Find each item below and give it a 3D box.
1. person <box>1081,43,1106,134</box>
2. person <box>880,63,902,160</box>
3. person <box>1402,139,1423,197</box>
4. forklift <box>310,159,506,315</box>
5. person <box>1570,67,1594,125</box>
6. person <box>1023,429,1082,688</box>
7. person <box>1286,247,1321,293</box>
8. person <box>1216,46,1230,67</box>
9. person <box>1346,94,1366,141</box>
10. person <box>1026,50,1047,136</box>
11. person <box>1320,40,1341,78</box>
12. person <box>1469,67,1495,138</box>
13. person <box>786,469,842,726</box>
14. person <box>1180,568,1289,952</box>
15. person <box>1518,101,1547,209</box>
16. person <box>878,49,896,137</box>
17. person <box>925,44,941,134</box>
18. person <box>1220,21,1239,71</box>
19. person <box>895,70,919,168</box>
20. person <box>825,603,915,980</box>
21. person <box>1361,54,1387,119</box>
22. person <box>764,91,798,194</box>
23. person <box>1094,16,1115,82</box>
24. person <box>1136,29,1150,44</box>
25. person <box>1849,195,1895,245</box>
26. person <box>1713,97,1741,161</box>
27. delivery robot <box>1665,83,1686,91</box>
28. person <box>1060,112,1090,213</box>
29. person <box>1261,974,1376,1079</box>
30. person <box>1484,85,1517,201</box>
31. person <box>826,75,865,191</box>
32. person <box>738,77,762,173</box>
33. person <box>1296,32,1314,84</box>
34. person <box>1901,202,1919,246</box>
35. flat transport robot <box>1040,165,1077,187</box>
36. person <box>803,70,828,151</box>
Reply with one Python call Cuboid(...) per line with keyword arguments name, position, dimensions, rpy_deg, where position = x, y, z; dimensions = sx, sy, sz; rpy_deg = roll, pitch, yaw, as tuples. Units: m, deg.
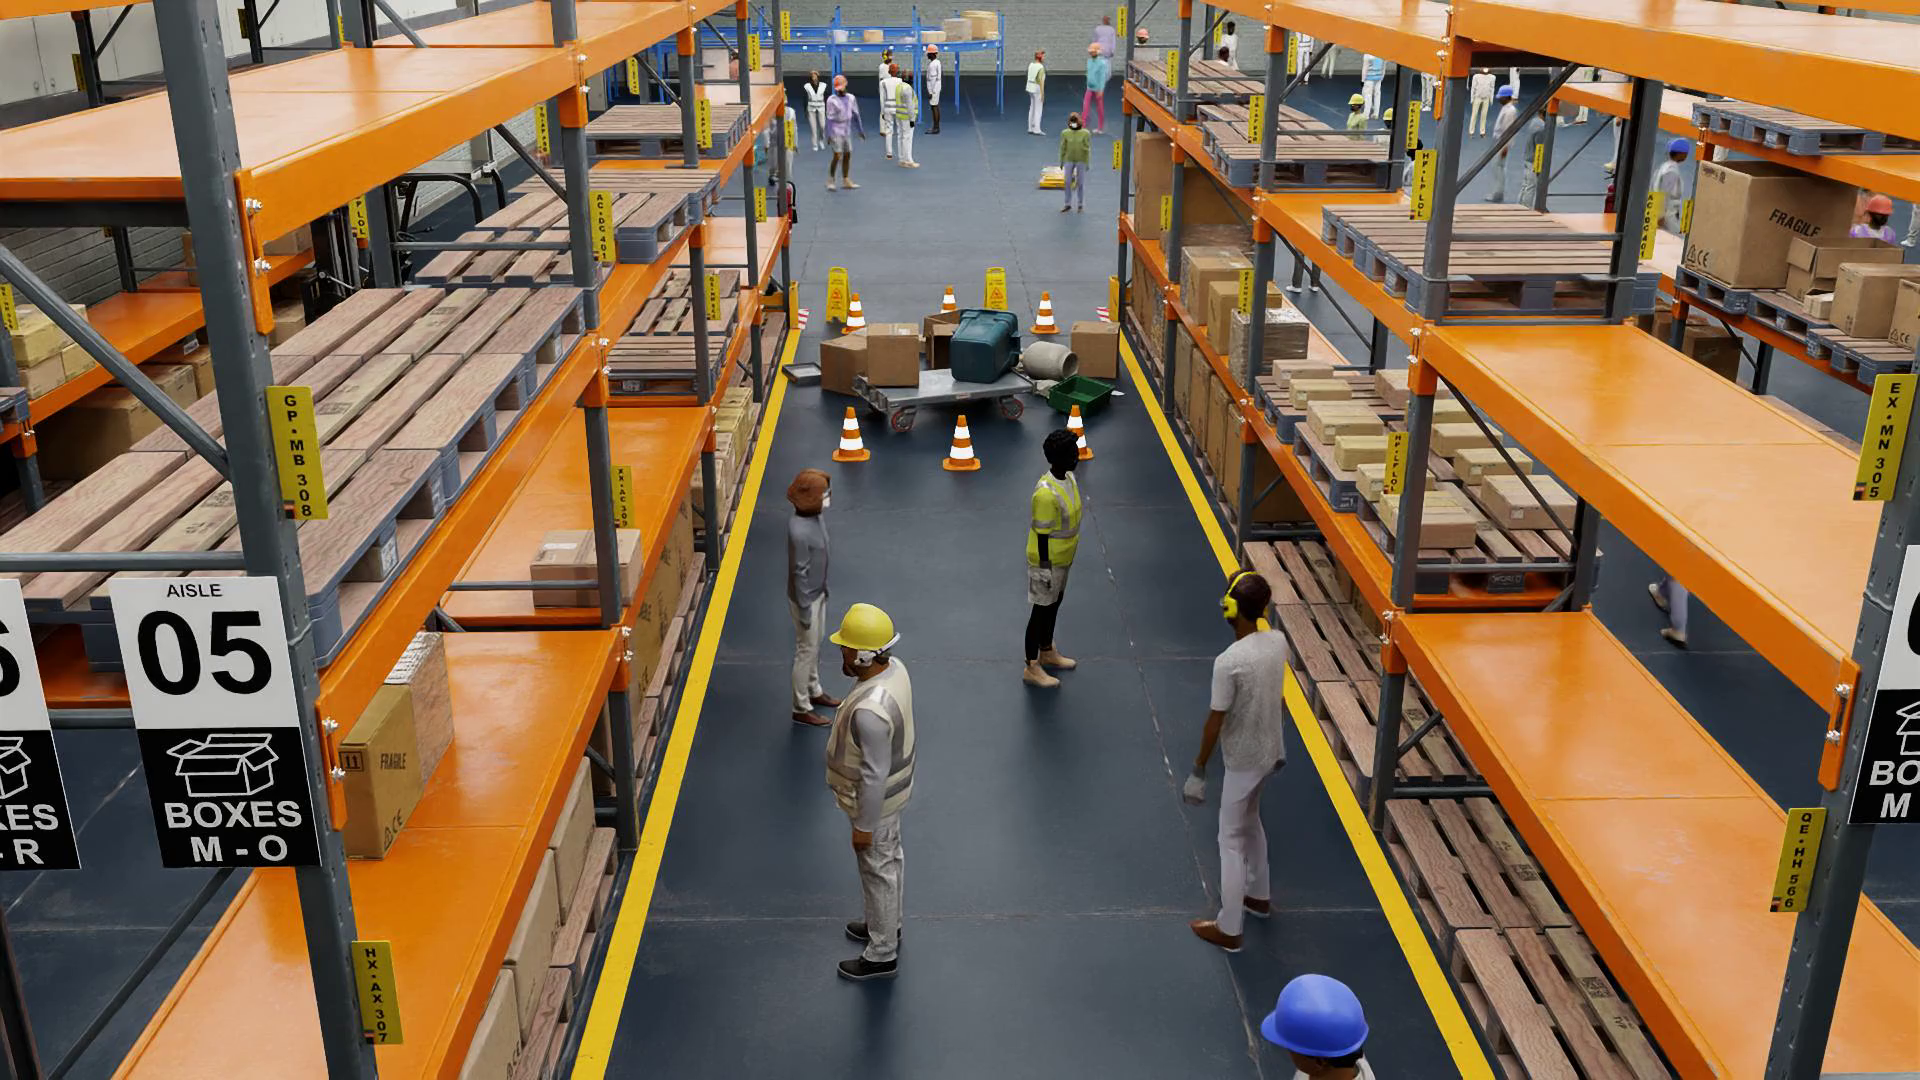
Cuboid(name="person", position=(2.892, -9.992, 36.866), dimensions=(0.905, 1.960, 0.647), rpy_deg=(-17, 27, -38))
Cuboid(name="person", position=(-1.295, -8.517, 33.087), dimensions=(0.576, 1.882, 0.355), rpy_deg=(3, 21, 8))
Cuboid(name="person", position=(6.426, -4.871, 23.708), dimensions=(0.317, 1.695, 0.540), rpy_deg=(3, 21, 7))
Cuboid(name="forklift", position=(-5.622, -2.910, 17.832), dimensions=(2.313, 2.155, 1.214), rpy_deg=(-1, 21, -1))
Cuboid(name="person", position=(14.513, -10.493, 38.672), dimensions=(0.508, 1.622, 0.287), rpy_deg=(-17, 26, -37))
Cuboid(name="person", position=(0.596, 0.106, 10.562), dimensions=(0.320, 1.694, 0.534), rpy_deg=(8, 22, 21))
Cuboid(name="person", position=(4.499, -4.154, 21.491), dimensions=(0.587, 1.927, 0.367), rpy_deg=(-5, 21, -12))
Cuboid(name="person", position=(5.743, -9.927, 36.785), dimensions=(0.407, 1.908, 0.597), rpy_deg=(-6, 22, -15))
Cuboid(name="person", position=(6.772, -6.770, 28.631), dimensions=(0.310, 1.769, 0.525), rpy_deg=(-7, 22, -17))
Cuboid(name="person", position=(1.674, -9.877, 36.749), dimensions=(0.390, 1.837, 0.575), rpy_deg=(-10, 23, -24))
Cuboid(name="person", position=(11.019, -14.626, 49.495), dimensions=(0.400, 1.697, 0.652), rpy_deg=(-16, 26, -36))
Cuboid(name="person", position=(11.395, -9.607, 36.313), dimensions=(0.497, 1.633, 0.285), rpy_deg=(1, 21, 2))
Cuboid(name="person", position=(-0.900, 0.340, 10.037), dimensions=(0.278, 1.622, 0.510), rpy_deg=(3, 21, 7))
Cuboid(name="person", position=(1.322, 1.042, 7.857), dimensions=(0.363, 1.854, 0.651), rpy_deg=(18, 27, 40))
Cuboid(name="person", position=(9.069, -5.939, 26.215), dimensions=(0.379, 1.931, 0.625), rpy_deg=(2, 21, 5))
Cuboid(name="person", position=(-1.611, -9.831, 36.582), dimensions=(0.328, 1.870, 0.527), rpy_deg=(8, 22, 21))
Cuboid(name="person", position=(-0.603, -10.009, 36.953), dimensions=(0.358, 1.938, 0.545), rpy_deg=(3, 21, 9))
Cuboid(name="person", position=(7.247, -12.808, 44.341), dimensions=(0.651, 1.939, 0.768), rpy_deg=(-14, 25, -32))
Cuboid(name="person", position=(-1.022, -8.155, 32.194), dimensions=(0.430, 1.838, 0.619), rpy_deg=(-9, 22, -22))
Cuboid(name="person", position=(-0.409, 1.144, 7.618), dimensions=(0.404, 1.832, 0.599), rpy_deg=(2, 21, 5))
Cuboid(name="person", position=(9.823, -10.974, 39.643), dimensions=(0.625, 1.840, 0.430), rpy_deg=(-8, 22, -20))
Cuboid(name="person", position=(-3.159, -7.005, 29.203), dimensions=(0.616, 1.804, 0.685), rpy_deg=(-9, 22, -22))
Cuboid(name="person", position=(4.169, -14.187, 48.098), dimensions=(0.641, 1.868, 0.956), rpy_deg=(6, 22, 16))
Cuboid(name="person", position=(4.389, -11.364, 40.412), dimensions=(0.411, 2.035, 0.601), rpy_deg=(15, 26, 35))
Cuboid(name="person", position=(9.742, -2.760, 17.870), dimensions=(0.561, 1.884, 0.980), rpy_deg=(-5, 21, -13))
Cuboid(name="person", position=(14.742, -7.940, 31.904), dimensions=(0.523, 1.636, 0.310), rpy_deg=(-14, 25, -33))
Cuboid(name="delivery robot", position=(19.512, -12.497, 45.322), dimensions=(0.477, 0.478, 0.707), rpy_deg=(-3, 21, -9))
Cuboid(name="person", position=(1.889, -6.199, 27.319), dimensions=(0.502, 1.621, 0.291), rpy_deg=(3, 21, 9))
Cuboid(name="person", position=(1.045, 2.120, 4.892), dimensions=(0.411, 1.939, 0.605), rpy_deg=(2, 21, 6))
Cuboid(name="person", position=(9.248, -6.760, 28.360), dimensions=(0.402, 1.946, 0.624), rpy_deg=(3, 21, 9))
Cuboid(name="person", position=(-2.041, -7.209, 29.455), dimensions=(0.461, 2.020, 0.811), rpy_deg=(19, 28, 40))
Cuboid(name="person", position=(-3.972, -7.851, 31.408), dimensions=(0.438, 1.828, 0.564), rpy_deg=(-11, 23, -27))
Cuboid(name="person", position=(9.836, -14.026, 47.647), dimensions=(0.585, 1.881, 0.344), rpy_deg=(-7, 22, -18))
Cuboid(name="person", position=(14.279, -5.204, 24.535), dimensions=(0.485, 1.737, 0.321), rpy_deg=(1, 21, 3))
Cuboid(name="flat transport robot", position=(1.823, -6.661, 30.423), dimensions=(0.652, 0.197, 1.431), rpy_deg=(2, 21, 5))
Cuboid(name="person", position=(-2.971, -8.851, 34.321), dimensions=(0.534, 1.623, 0.374), rpy_deg=(-3, 21, -8))
